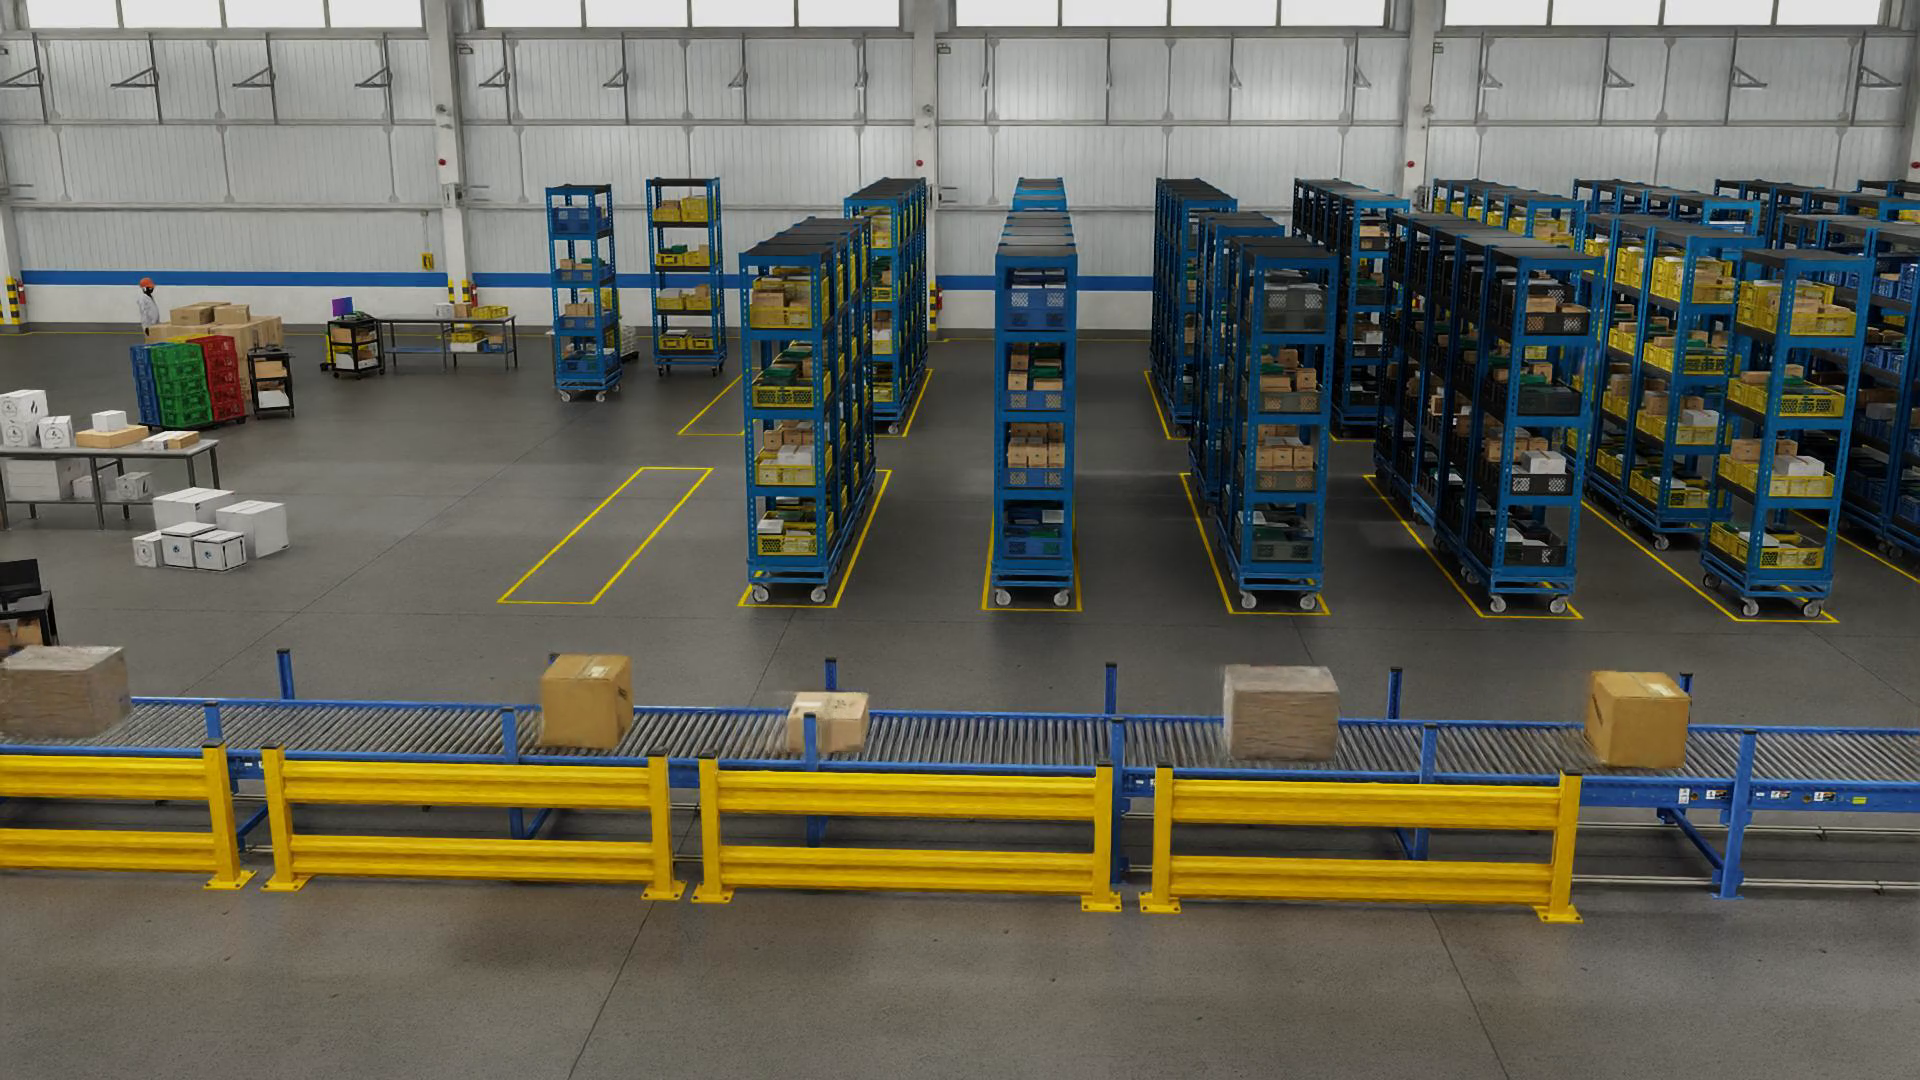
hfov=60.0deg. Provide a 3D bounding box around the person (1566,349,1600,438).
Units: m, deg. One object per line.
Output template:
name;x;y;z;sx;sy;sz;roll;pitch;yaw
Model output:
person;9.305;-2.275;24.578;0.485;1.809;0.720;4;16;15

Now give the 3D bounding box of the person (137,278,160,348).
person;-15.185;-4.047;31.239;0.326;1.752;0.563;-1;15;-5
